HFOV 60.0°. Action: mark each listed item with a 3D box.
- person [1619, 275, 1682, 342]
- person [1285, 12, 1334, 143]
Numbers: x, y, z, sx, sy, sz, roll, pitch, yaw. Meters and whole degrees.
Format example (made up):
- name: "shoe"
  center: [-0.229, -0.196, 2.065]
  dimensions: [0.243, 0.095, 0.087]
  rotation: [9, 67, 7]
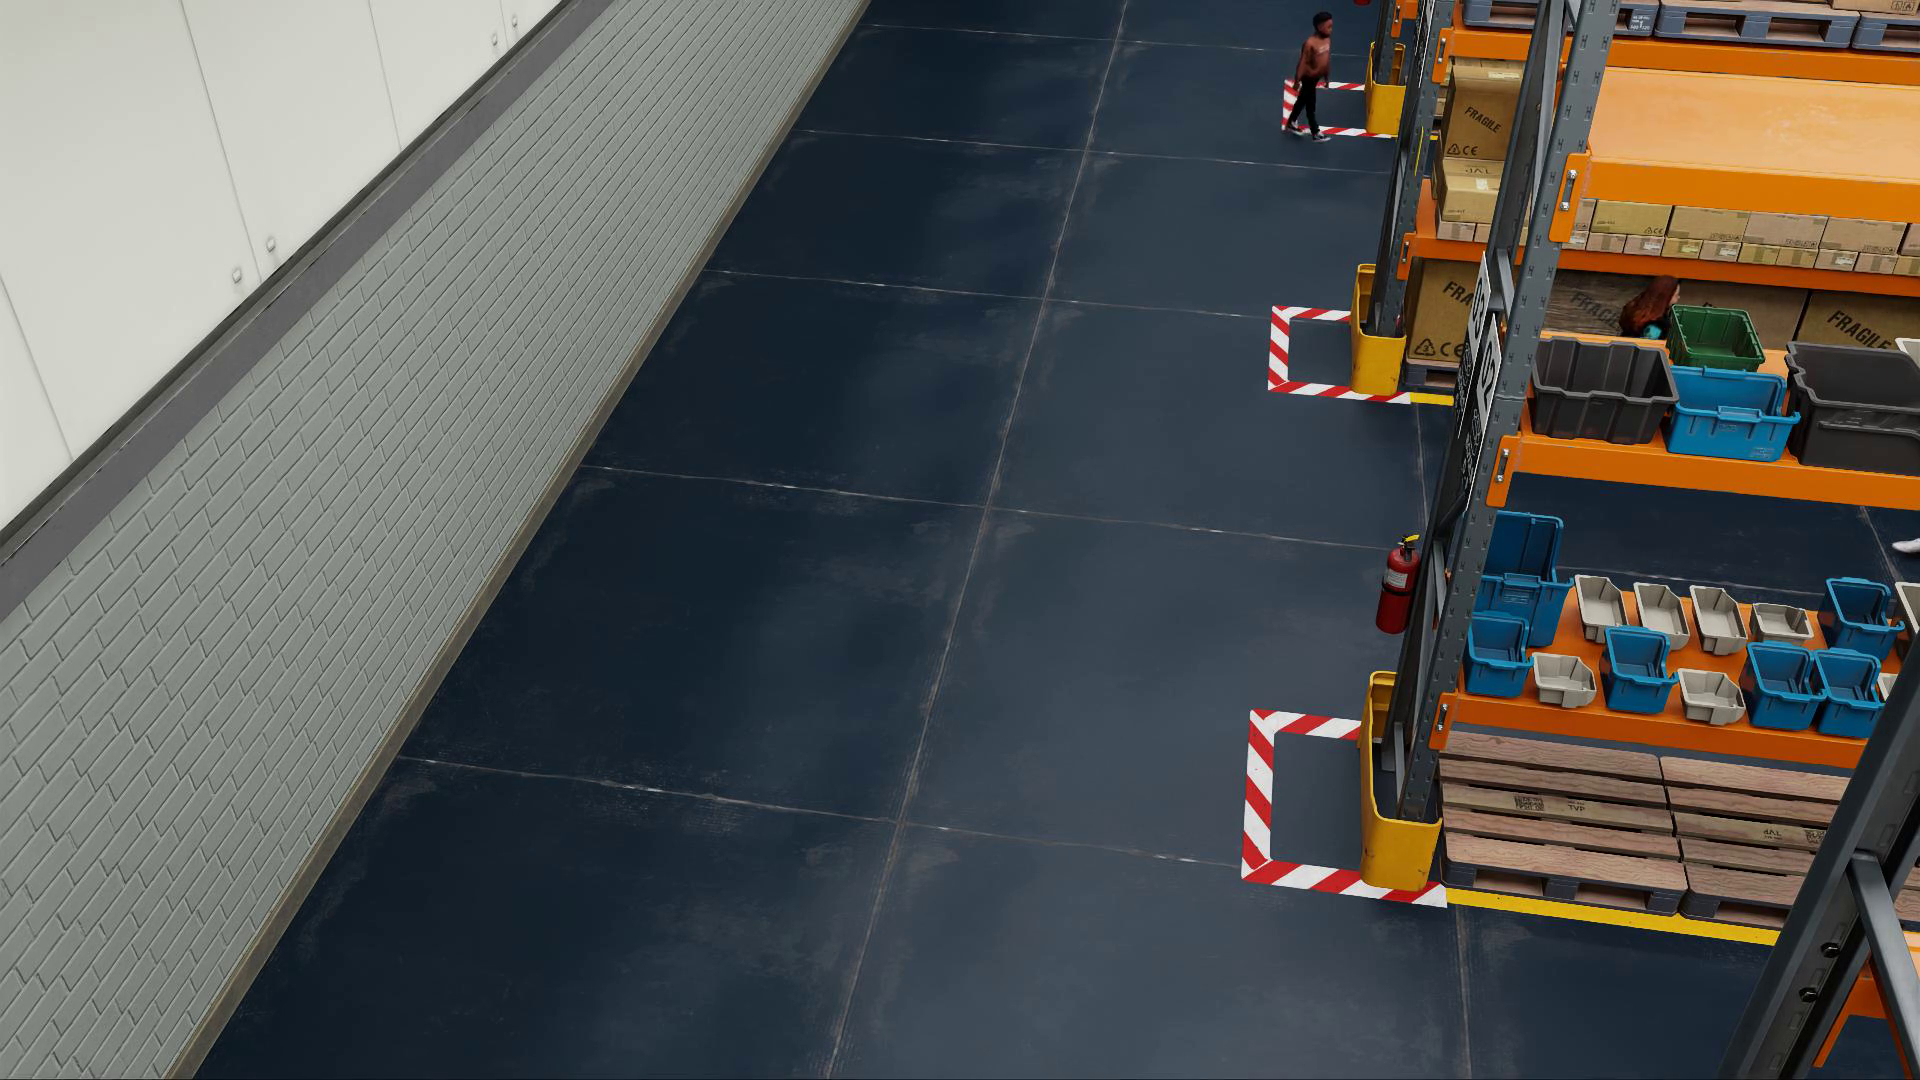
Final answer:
- name: "person"
  center: [4.623, -1.172, 11.579]
  dimensions: [0.961, 1.455, 0.573]
  rotation: [7, 38, 9]
- name: "person"
  center: [3.366, -4.530, 16.184]
  dimensions: [0.813, 1.227, 0.900]
  rotation: [-26, 44, -30]
